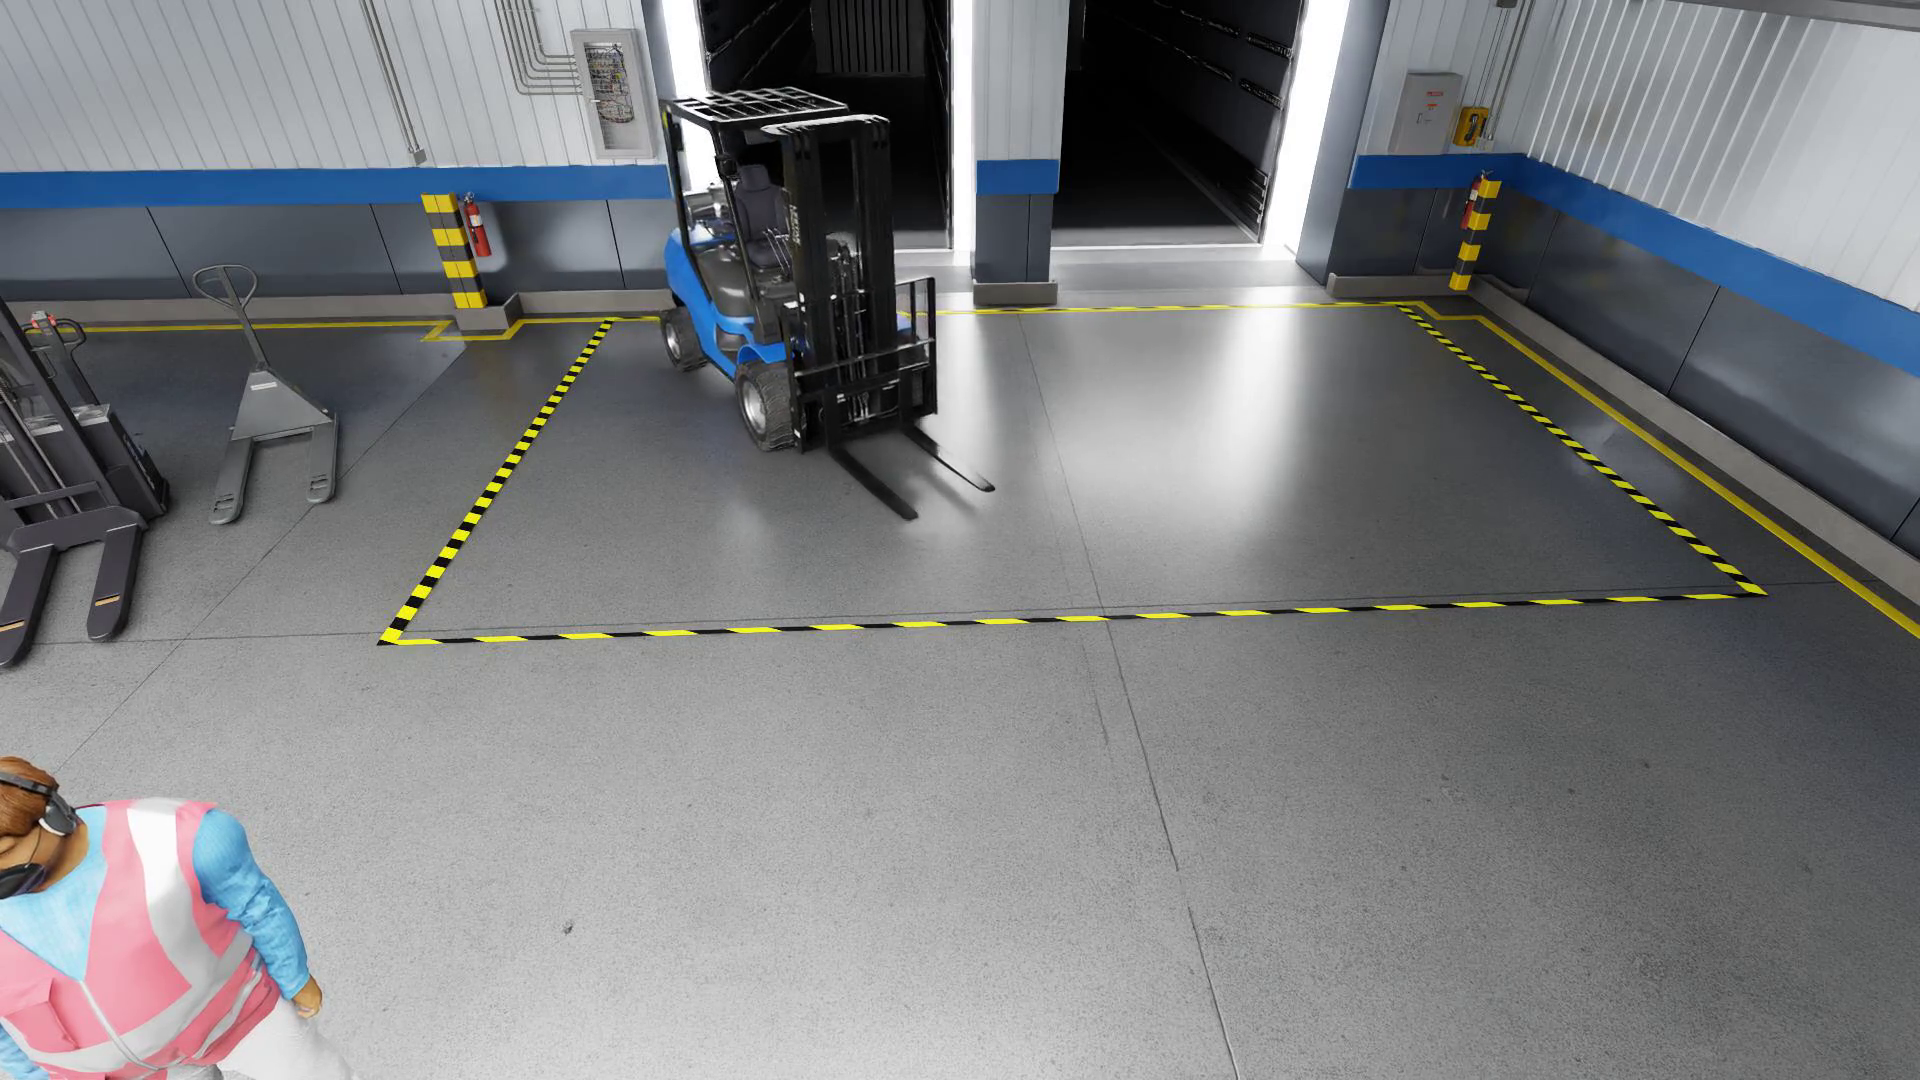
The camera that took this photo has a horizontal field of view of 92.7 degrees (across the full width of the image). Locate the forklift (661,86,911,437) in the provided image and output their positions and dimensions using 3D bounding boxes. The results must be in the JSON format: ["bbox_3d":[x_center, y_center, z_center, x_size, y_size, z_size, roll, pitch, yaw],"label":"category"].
[{"bbox_3d":[-1.363,-2.195,6.831,1.157,2.036,2.680,-21,40,-27],"label":"forklift"}]

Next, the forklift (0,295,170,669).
[{"bbox_3d":[-5.212,-0.618,4.878,0.823,1.965,1.885,-20,39,-26],"label":"forklift"}]

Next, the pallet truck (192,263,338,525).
[{"bbox_3d":[-4.778,-1.027,6.128,0.680,1.201,1.601,-17,38,-23],"label":"pallet truck"}]

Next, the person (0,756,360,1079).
[{"bbox_3d":[-2.000,1.237,2.348,0.626,1.844,0.429,-20,39,-26],"label":"person"}]
